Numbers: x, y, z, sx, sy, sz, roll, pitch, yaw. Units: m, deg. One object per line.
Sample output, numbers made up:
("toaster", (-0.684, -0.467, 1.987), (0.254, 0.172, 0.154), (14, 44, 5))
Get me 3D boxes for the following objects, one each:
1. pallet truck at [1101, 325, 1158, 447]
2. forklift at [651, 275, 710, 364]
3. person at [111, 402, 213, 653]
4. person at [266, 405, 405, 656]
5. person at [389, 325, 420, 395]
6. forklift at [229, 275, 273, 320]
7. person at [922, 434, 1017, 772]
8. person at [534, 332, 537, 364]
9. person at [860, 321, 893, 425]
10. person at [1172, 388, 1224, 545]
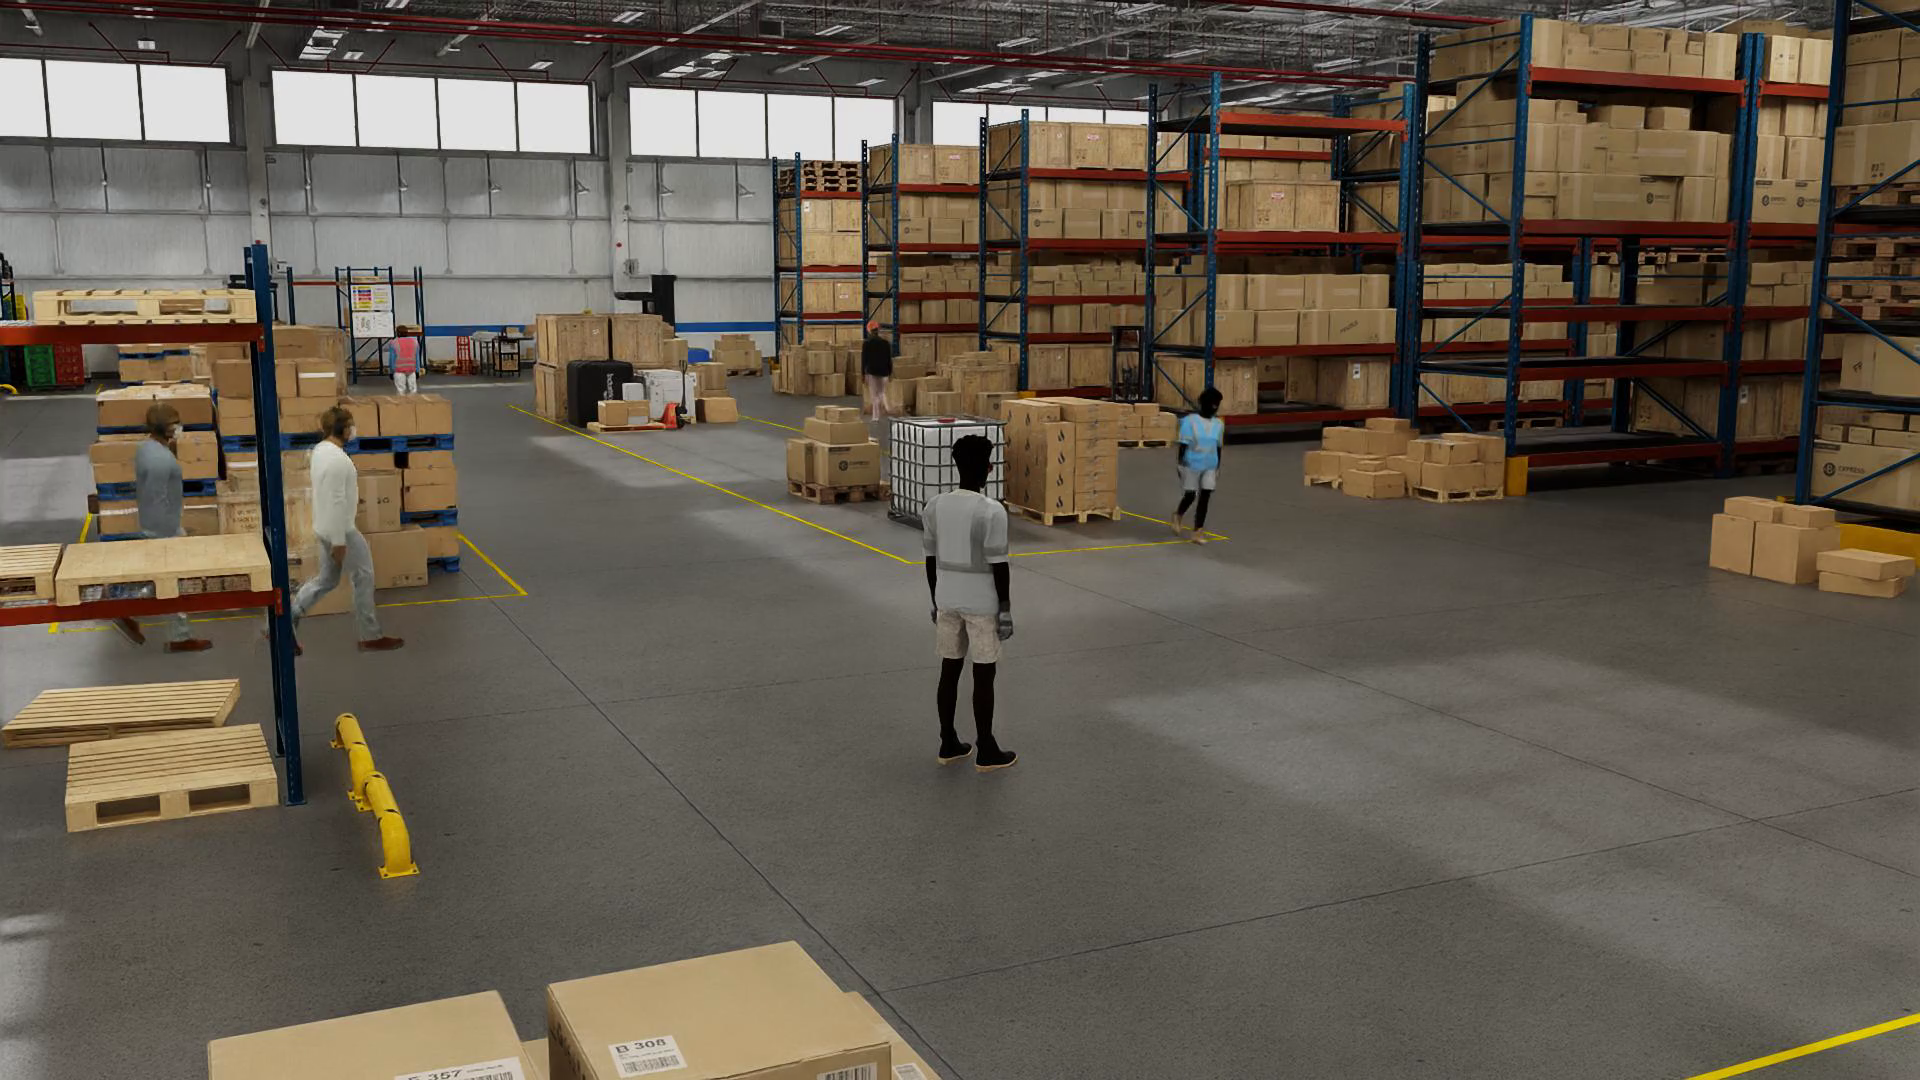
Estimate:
("pallet truck", (2.881, -2.596, 27.923), (0.823, 1.965, 1.885), (-1, 9, -7))
("forklift", (-6.839, -4.753, 38.575), (1.873, 2.768, 1.129), (-4, 10, -25))
("person", (-6.057, -0.078, 12.544), (0.575, 1.919, 0.642), (-5, 11, -30))
("person", (-4.750, -0.064, 12.514), (0.918, 1.910, 0.642), (-5, 11, -30))
("person", (-11.062, -3.351, 33.094), (0.635, 1.840, 0.429), (-9, 12, -43))
("forklift", (-17.121, -5.037, 40.335), (1.129, 2.768, 1.873), (-4, 10, -25))
("person", (0.062, 0.361, 9.675), (0.603, 1.966, 0.368), (7, 12, 38))
("person", (-9.350, -4.121, 37.629), (0.569, 1.914, 0.410), (-1, 9, -8))
("person", (-1.605, -3.168, 31.571), (0.621, 1.971, 0.477), (-7, 11, -36))
("person", (2.530, -0.791, 17.717), (0.570, 1.667, 0.469), (-3, 10, -18))
